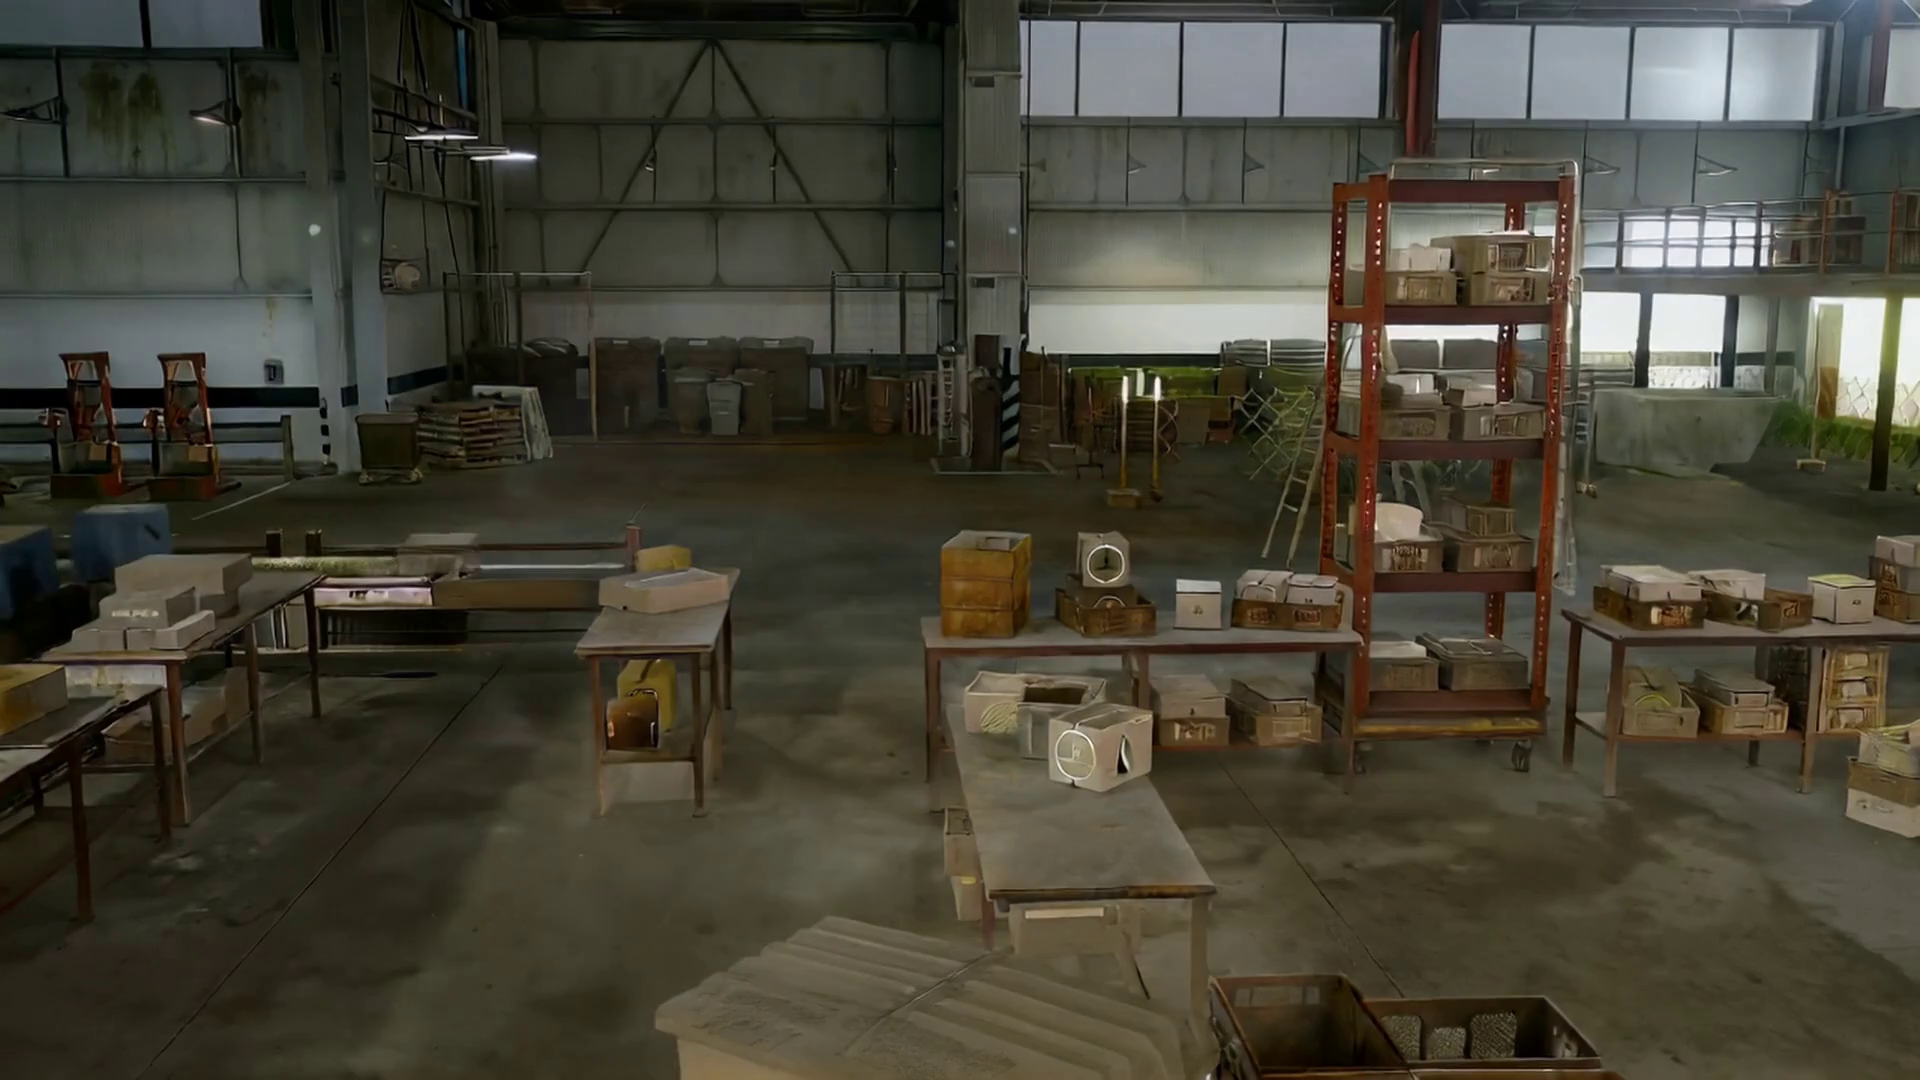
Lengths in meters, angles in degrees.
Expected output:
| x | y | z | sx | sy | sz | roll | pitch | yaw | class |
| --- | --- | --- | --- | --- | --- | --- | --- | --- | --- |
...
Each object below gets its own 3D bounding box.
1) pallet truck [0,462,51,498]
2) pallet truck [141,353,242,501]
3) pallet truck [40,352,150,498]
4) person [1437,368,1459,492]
| x | y | z | sx | sy | sz | roll | pitch | yaw | class |
| --- | --- | --- | --- | --- | --- | --- | --- | --- | --- |
| -13.193 | -1.293 | 23.148 | 0.653 | 1.274 | 1.630 | -1 | 9 | -4 | pallet truck |
| -10.520 | -1.604 | 22.925 | 0.823 | 1.965 | 1.885 | -1 | 9 | -6 | pallet truck |
| -11.907 | -1.642 | 23.165 | 0.823 | 1.965 | 1.885 | 0 | 9 | 0 | pallet truck |
| 6.865 | -1.543 | 23.365 | 0.322 | 1.735 | 0.486 | 4 | 10 | 22 | person |
